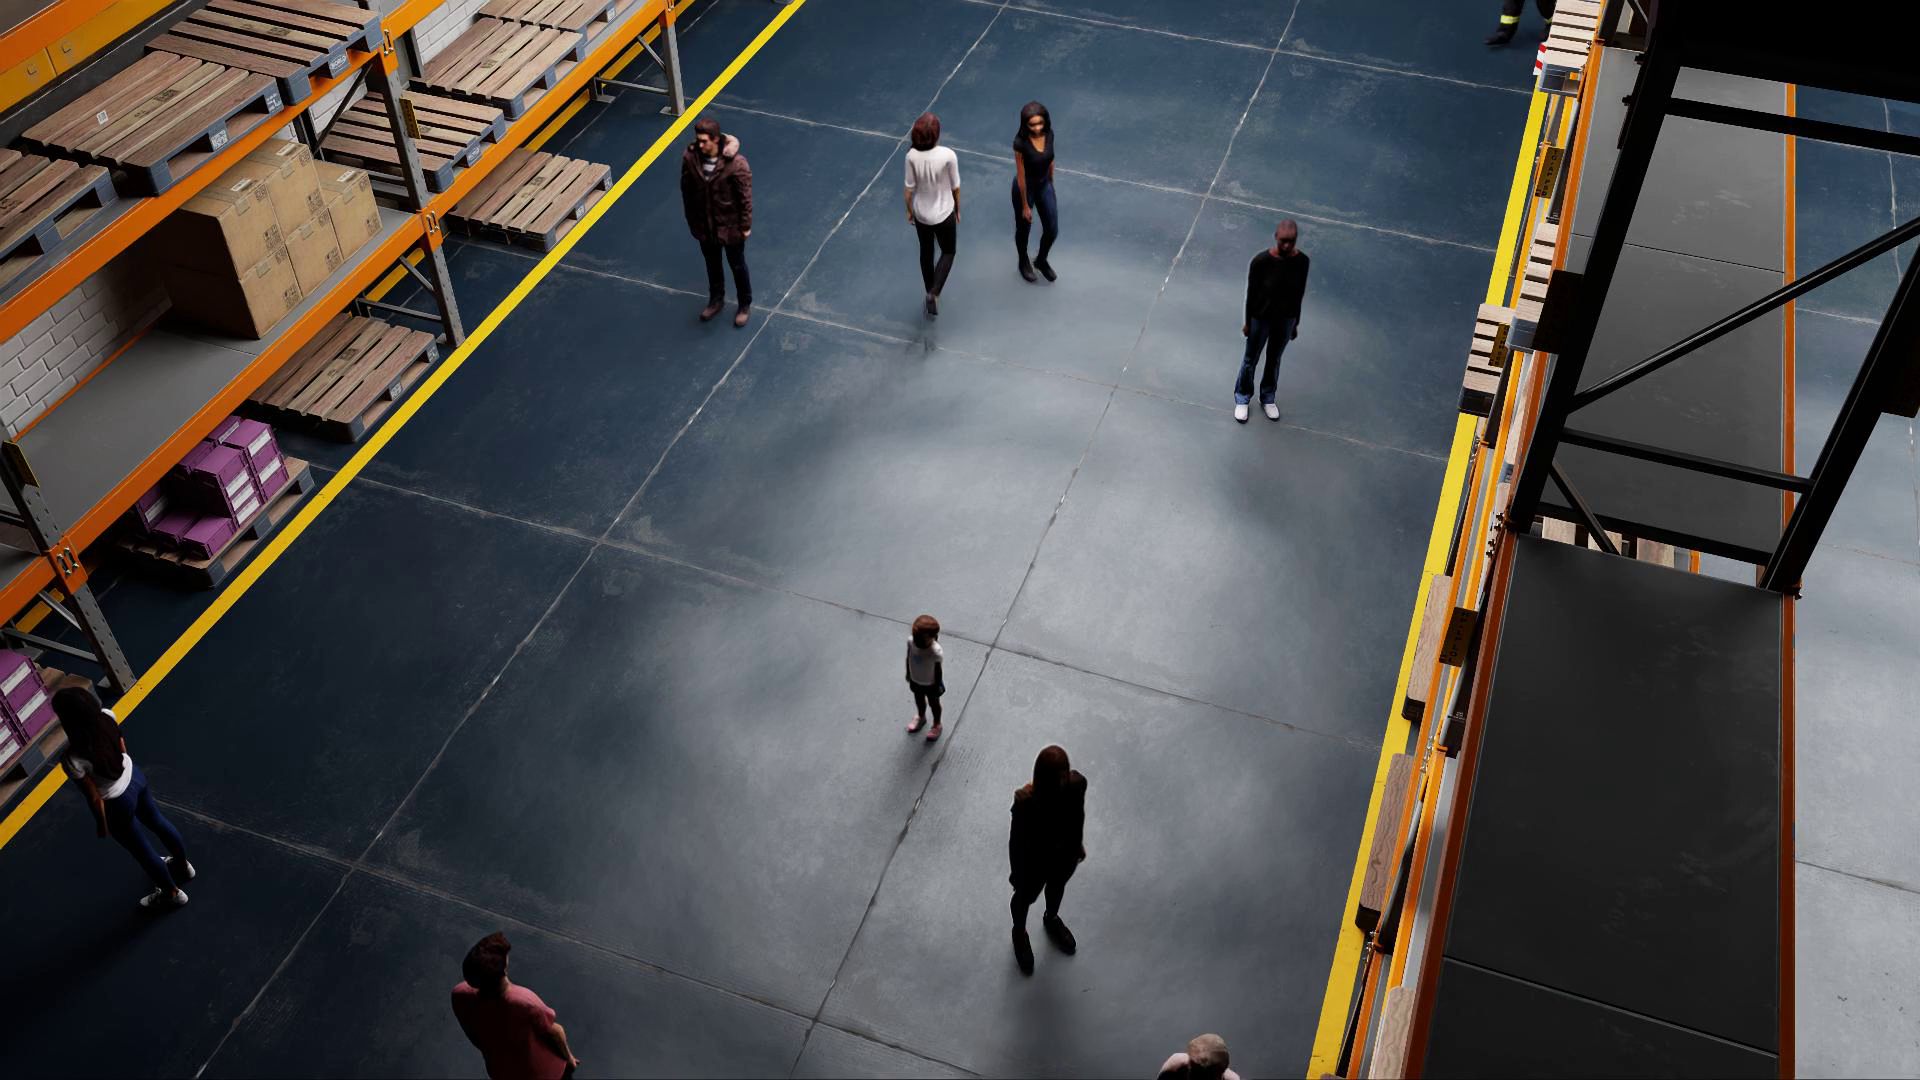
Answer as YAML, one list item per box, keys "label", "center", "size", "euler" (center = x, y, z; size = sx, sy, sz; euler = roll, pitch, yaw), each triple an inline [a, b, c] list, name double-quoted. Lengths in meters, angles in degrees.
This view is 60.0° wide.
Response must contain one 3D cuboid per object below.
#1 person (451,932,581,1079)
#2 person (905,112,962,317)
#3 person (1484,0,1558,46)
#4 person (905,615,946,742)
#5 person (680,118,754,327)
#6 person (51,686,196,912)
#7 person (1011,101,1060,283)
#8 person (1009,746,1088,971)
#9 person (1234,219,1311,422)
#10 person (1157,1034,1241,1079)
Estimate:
- label: "person"
  center: [-2.088, 2.507, 7.958]
  size: [0.670, 1.959, 0.626]
  euler: [5, 44, 5]
- label: "person"
  center: [-0.230, -2.554, 13.402]
  size: [0.652, 1.778, 0.865]
  euler: [10, 44, 10]
- label: "person"
  center: [5.981, -5.891, 16.895]
  size: [1.285, 1.792, 1.159]
  euler: [-24, 48, -23]
- label: "person"
  center: [-0.212, 0.836, 10.393]
  size: [0.454, 1.020, 0.476]
  euler: [27, 50, 26]
- label: "person"
  center: [-1.926, -2.567, 13.367]
  size: [0.744, 1.845, 0.640]
  euler: [13, 45, 13]
- label: "person"
  center: [-4.644, 1.423, 9.229]
  size: [0.704, 1.774, 0.554]
  euler: [2, 44, 2]
- label: "person"
  center: [0.534, -2.906, 13.817]
  size: [0.725, 1.714, 0.783]
  euler: [-24, 49, -23]
- label: "person"
  center: [0.471, 1.676, 9.010]
  size: [0.678, 1.711, 0.743]
  euler: [-19, 47, -19]
- label: "person"
  center: [2.340, -1.670, 12.496]
  size: [0.669, 1.749, 0.665]
  euler: [-2, 44, -2]
- label: "person"
  center: [1.117, 2.751, 7.905]
  size: [0.599, 1.678, 0.900]
  euler: [15, 46, 15]
